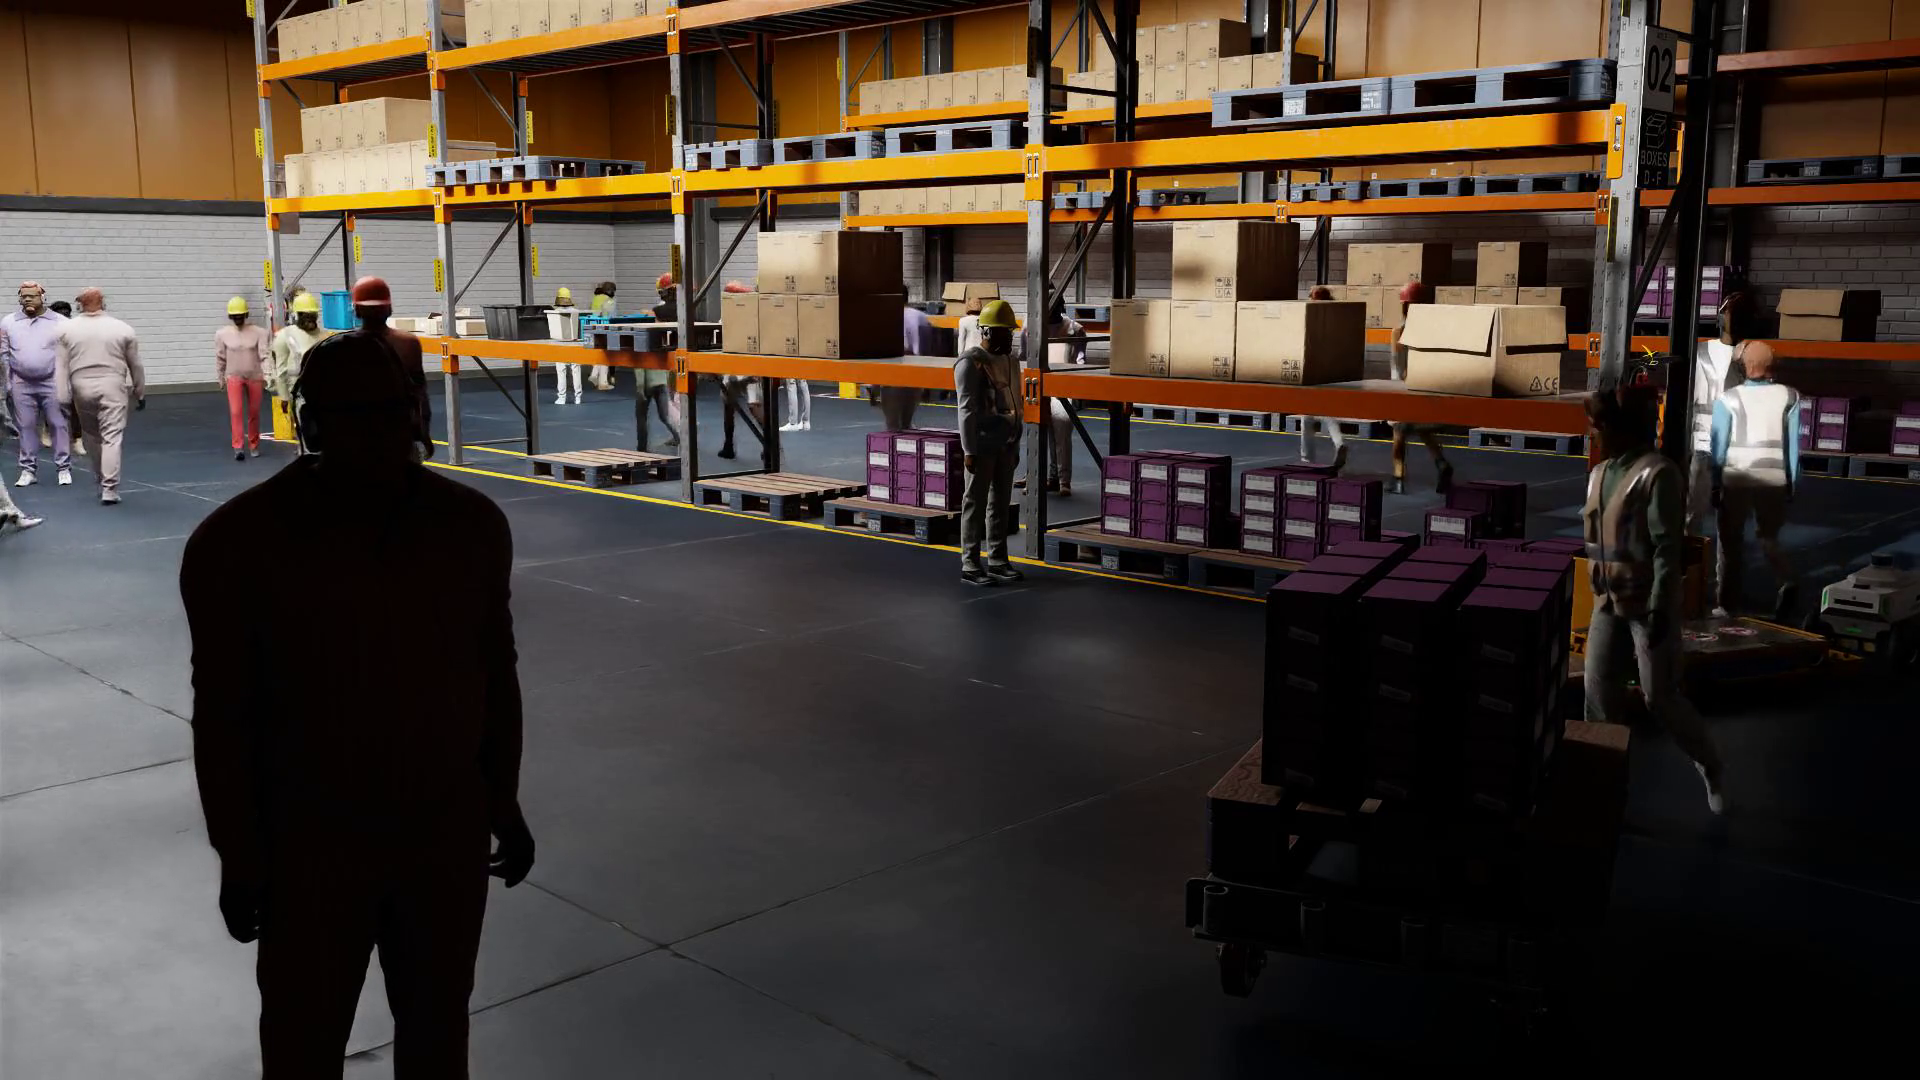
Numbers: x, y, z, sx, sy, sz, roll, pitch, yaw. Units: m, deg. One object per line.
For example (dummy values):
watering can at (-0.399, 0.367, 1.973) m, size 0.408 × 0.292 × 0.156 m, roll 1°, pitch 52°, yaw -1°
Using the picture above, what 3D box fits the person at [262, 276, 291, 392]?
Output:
person at (-11.250, -3.459, 27.397) m, size 0.366 × 2.048 × 0.610 m, roll 3°, pitch 10°, yaw 18°

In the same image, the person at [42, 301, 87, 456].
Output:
person at (-9.769, -1.762, 18.083) m, size 0.567 × 1.683 × 0.533 m, roll 8°, pitch 12°, yaw 40°

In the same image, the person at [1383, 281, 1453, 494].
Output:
person at (4.066, -1.326, 14.728) m, size 0.559 × 1.915 × 0.714 m, roll -3°, pitch 10°, yaw -19°

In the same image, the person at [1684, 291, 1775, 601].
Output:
person at (4.652, -0.560, 10.119) m, size 0.572 × 1.887 × 0.356 m, roll -1°, pitch 9°, yaw -4°

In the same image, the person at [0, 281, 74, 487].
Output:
person at (-8.598, -1.451, 15.520) m, size 0.643 × 1.909 × 0.410 m, roll -3°, pitch 10°, yaw -17°

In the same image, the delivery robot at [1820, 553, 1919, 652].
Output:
delivery robot at (4.734, 0.310, 8.568) m, size 0.707 × 0.478 × 0.477 m, roll -8°, pitch 13°, yaw -42°

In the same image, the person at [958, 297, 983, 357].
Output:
person at (0.209, -2.575, 23.286) m, size 0.501 × 1.626 × 0.283 m, roll -4°, pitch 10°, yaw -21°

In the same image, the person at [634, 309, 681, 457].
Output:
person at (-3.174, -1.610, 17.409) m, size 0.720 × 1.608 × 0.503 m, roll 8°, pitch 12°, yaw 41°

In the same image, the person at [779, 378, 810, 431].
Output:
person at (-2.079, -2.288, 20.759) m, size 0.326 × 1.874 × 0.519 m, roll 8°, pitch 12°, yaw 40°

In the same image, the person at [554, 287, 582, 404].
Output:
person at (-5.910, -2.904, 24.929) m, size 0.487 × 1.744 × 0.294 m, roll -6°, pitch 11°, yaw -32°

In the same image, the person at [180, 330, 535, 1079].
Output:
person at (-1.119, 0.555, 3.221) m, size 0.642 × 1.909 × 0.399 m, roll -8°, pitch 12°, yaw -40°

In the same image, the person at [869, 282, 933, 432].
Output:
person at (-0.557, -1.410, 15.195) m, size 0.647 × 1.925 × 0.440 m, roll -7°, pitch 11°, yaw -36°

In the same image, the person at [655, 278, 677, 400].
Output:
person at (-4.435, -3.092, 25.589) m, size 0.443 × 1.897 × 0.623 m, roll 5°, pitch 10°, yaw 27°

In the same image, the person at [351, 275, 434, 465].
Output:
person at (-3.684, -0.683, 10.576) m, size 0.649 × 1.982 × 0.495 m, roll -7°, pitch 12°, yaw -38°

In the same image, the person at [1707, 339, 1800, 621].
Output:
person at (4.493, -0.310, 9.349) m, size 0.536 × 1.623 × 0.561 m, roll 0°, pitch 9°, yaw -1°

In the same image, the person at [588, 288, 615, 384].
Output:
person at (-6.258, -3.556, 29.068) m, size 0.540 × 1.695 × 0.317 m, roll -7°, pitch 12°, yaw -37°

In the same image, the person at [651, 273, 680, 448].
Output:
person at (-3.207, -1.996, 18.631) m, size 0.492 × 1.979 × 0.643 m, roll 7°, pitch 11°, yaw 36°

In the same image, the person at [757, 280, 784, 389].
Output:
person at (-3.330, -3.458, 27.809) m, size 0.726 × 1.908 × 0.603 m, roll -6°, pitch 11°, yaw -34°

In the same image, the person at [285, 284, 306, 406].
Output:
person at (-8.430, -2.340, 21.233) m, size 0.607 × 1.826 × 0.535 m, roll 3°, pitch 10°, yaw 18°

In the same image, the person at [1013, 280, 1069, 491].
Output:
person at (0.755, -1.416, 15.204) m, size 0.365 × 1.940 × 0.636 m, roll -8°, pitch 12°, yaw -40°

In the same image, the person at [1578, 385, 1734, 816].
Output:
person at (2.523, 0.239, 6.068) m, size 0.693 × 1.603 × 0.560 m, roll -2°, pitch 10°, yaw -14°

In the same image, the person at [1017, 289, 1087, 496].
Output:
person at (0.810, -1.309, 14.848) m, size 0.627 × 1.845 × 0.429 m, roll 2°, pitch 9°, yaw 11°

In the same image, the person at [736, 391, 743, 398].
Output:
person at (-3.497, -3.100, 26.061) m, size 0.316 × 1.769 × 0.525 m, roll 9°, pitch 13°, yaw 43°

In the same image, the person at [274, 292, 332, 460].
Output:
person at (-6.082, -1.396, 15.483) m, size 0.746 × 1.811 × 0.599 m, roll 7°, pitch 12°, yaw 38°

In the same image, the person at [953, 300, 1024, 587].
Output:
person at (0.208, -0.617, 10.670) m, size 0.403 × 1.827 × 0.588 m, roll 8°, pitch 12°, yaw 39°

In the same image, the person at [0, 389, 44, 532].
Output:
person at (-7.507, -0.844, 12.756) m, size 0.856 × 1.585 × 0.507 m, roll 0°, pitch 9°, yaw -3°

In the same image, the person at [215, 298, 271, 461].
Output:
person at (-7.557, -1.689, 17.583) m, size 0.530 × 1.710 × 0.940 m, roll -5°, pitch 10°, yaw -27°

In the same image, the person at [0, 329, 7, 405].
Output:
person at (-8.720, -1.289, 14.551) m, size 0.777 × 1.914 × 0.632 m, roll 9°, pitch 13°, yaw 44°

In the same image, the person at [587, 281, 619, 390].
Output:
person at (-5.936, -3.412, 27.837) m, size 0.660 × 1.814 × 0.454 m, roll 9°, pitch 13°, yaw 44°

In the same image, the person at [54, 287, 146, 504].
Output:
person at (-7.469, -1.260, 14.499) m, size 0.666 × 1.854 × 0.975 m, roll -3°, pitch 10°, yaw -18°

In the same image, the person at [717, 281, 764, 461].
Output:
person at (-2.268, -1.775, 17.530) m, size 0.548 × 1.908 × 0.875 m, roll -7°, pitch 11°, yaw -36°

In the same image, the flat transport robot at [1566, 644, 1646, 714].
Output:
flat transport robot at (2.390, 0.665, 7.545) m, size 1.431 × 0.197 × 0.652 m, roll -4°, pitch 10°, yaw -26°

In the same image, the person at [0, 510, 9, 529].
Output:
person at (-7.153, -0.747, 12.057) m, size 0.494 × 1.620 × 0.524 m, roll 2°, pitch 10°, yaw 15°

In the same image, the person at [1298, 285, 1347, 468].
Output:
person at (3.585, -1.589, 16.504) m, size 0.581 × 1.869 × 0.650 m, roll -2°, pitch 10°, yaw -15°

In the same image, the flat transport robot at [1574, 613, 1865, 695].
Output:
flat transport robot at (3.665, 0.557, 8.207) m, size 1.431 × 0.197 × 0.652 m, roll -4°, pitch 10°, yaw -21°
